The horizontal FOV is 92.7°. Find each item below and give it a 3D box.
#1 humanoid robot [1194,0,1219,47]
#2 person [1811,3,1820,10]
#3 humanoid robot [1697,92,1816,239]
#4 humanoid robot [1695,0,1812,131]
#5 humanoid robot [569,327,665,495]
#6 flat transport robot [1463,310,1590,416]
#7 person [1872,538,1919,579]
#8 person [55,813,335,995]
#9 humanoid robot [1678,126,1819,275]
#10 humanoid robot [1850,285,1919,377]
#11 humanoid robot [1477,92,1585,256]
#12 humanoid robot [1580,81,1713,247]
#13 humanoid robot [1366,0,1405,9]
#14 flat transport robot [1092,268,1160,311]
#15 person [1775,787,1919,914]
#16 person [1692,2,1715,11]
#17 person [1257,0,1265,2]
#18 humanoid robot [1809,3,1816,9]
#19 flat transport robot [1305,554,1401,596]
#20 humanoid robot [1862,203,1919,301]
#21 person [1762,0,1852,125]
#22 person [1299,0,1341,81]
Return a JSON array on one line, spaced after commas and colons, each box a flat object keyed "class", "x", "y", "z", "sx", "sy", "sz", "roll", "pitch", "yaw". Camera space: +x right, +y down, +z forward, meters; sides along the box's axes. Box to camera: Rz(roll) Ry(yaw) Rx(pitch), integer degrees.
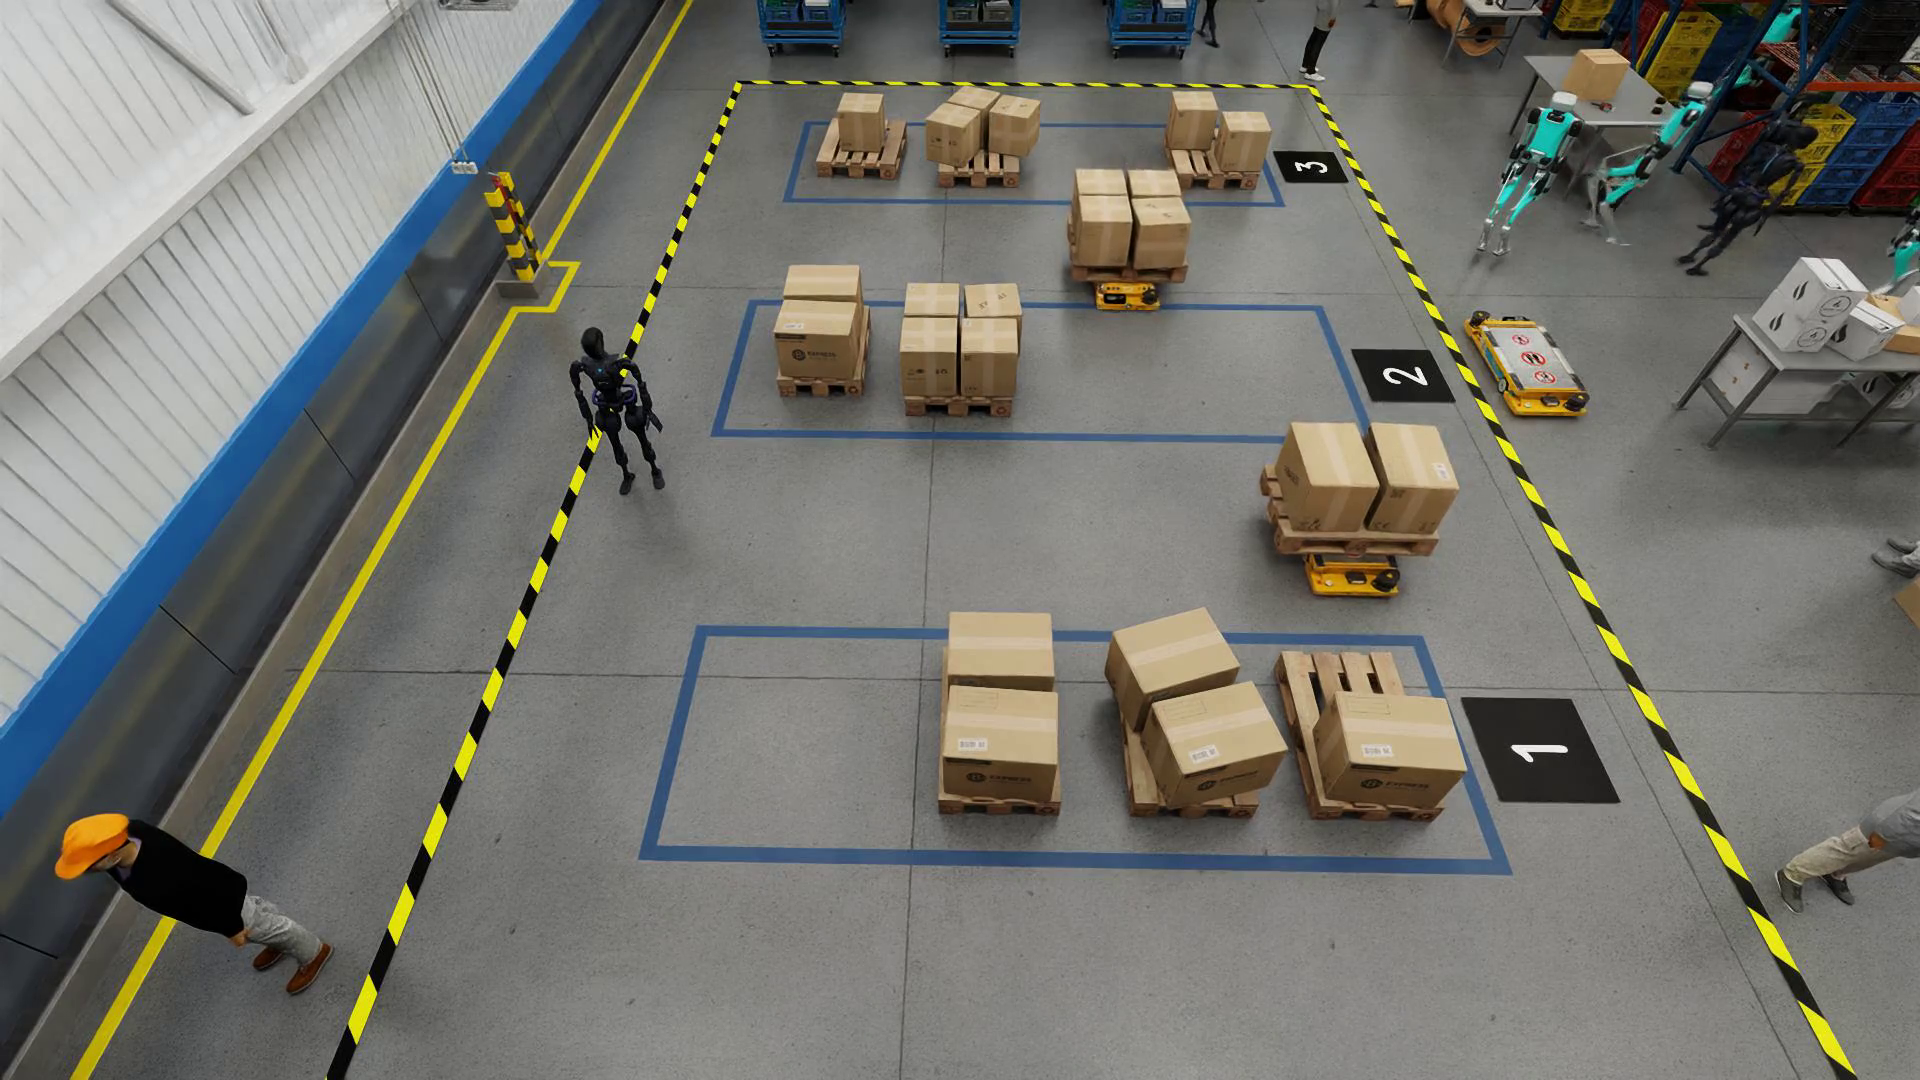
[{"class": "humanoid robot", "x": 3.828, "y": -8.438, "z": 13.918, "sx": 0.599, "sy": 1.639, "sz": 0.657, "roll": -34, "pitch": 57, "yaw": -26}, {"class": "person", "x": 14.152, "y": -9.519, "z": 14.734, "sx": 0.429, "sy": 1.837, "sz": 0.636, "roll": -25, "pitch": 54, "yaw": -20}, {"class": "humanoid robot", "x": 8.893, "y": -4.147, "z": 10.188, "sx": 0.402, "sy": 1.643, "sz": 0.600, "roll": 6, "pitch": 49, "yaw": 5}, {"class": "humanoid robot", "x": 10.072, "y": -6.091, "z": 11.873, "sx": 0.746, "sy": 1.839, "sz": 0.538, "roll": 5, "pitch": 49, "yaw": 5}, {"class": "humanoid robot", "x": -2.774, "y": -1.037, "z": 7.492, "sx": 0.599, "sy": 1.653, "sz": 0.315, "roll": -7, "pitch": 50, "yaw": -6}, {"class": "flat transport robot", "x": 5.573, "y": -1.757, "z": 9.054, "sx": 0.659, "sy": 0.231, "sz": 1.431, "roll": 1, "pitch": 49, "yaw": 1}, {"class": "person", "x": 7.749, "y": -0.448, "z": 6.819, "sx": 0.602, "sy": 1.939, "sz": 0.411, "roll": -29, "pitch": 55, "yaw": -23}, {"class": "person", "x": -3.956, "y": 1.906, "z": 4.815, "sx": 0.585, "sy": 1.885, "sz": 0.362, "roll": 23, "pitch": 53, "yaw": 19}, {"class": "humanoid robot", "x": 8.321, "y": -3.562, "z": 9.688, "sx": 0.419, "sy": 1.630, "sz": 0.609, "roll": -9, "pitch": 50, "yaw": -7}, {"class": "humanoid robot", "x": 8.935, "y": -2.054, "z": 8.250, "sx": 0.735, "sy": 1.677, "sz": 0.533, "roll": -6, "pitch": 49, "yaw": -5}, {"class": "humanoid robot", "x": 5.981, "y": -3.817, "z": 9.778, "sx": 0.735, "sy": 1.676, "sz": 0.533, "roll": -37, "pitch": 58, "yaw": -27}, {"class": "humanoid robot", "x": 7.487, "y": -4.209, "z": 10.212, "sx": 0.847, "sy": 1.783, "sz": 0.541, "roll": 25, "pitch": 54, "yaw": 20}, {"class": "humanoid robot", "x": 7.239, "y": -9.530, "z": 14.888, "sx": 0.796, "sy": 1.632, "sz": 0.612, "roll": -7, "pitch": 49, "yaw": -6}, {"class": "flat transport robot", "x": 1.801, "y": -3.038, "z": 10.145, "sx": 0.652, "sy": 0.197, "sz": 1.431, "roll": 1, "pitch": 49, "yaw": 1}, {"class": "person", "x": 5.371, "y": 1.602, "z": 5.154, "sx": 0.563, "sy": 1.769, "sz": 0.400, "roll": -5, "pitch": 49, "yaw": -5}, {"class": "person", "x": 10.719, "y": -7.983, "z": 13.337, "sx": 0.538, "sy": 1.965, "sz": 0.611, "roll": -6, "pitch": 49, "yaw": -5}, {"class": "person", "x": 5.063, "y": -9.933, "z": 15.027, "sx": 0.627, "sy": 1.940, "sz": 0.374, "roll": 21, "pitch": 52, "yaw": 17}, {"class": "humanoid robot", "x": 12.644, "y": -8.152, "z": 13.700, "sx": 0.700, "sy": 1.640, "sz": 0.611, "roll": 2, "pitch": 49, "yaw": 2}, {"class": "flat transport robot", "x": 3.136, "y": -0.155, "z": 7.649, "sx": 0.652, "sy": 0.197, "sz": 1.431, "roll": 1, "pitch": 49, "yaw": 1}, {"class": "humanoid robot", "x": 9.642, "y": -2.922, "z": 9.098, "sx": 1.030, "sy": 1.735, "sz": 0.558, "roll": -12, "pitch": 50, "yaw": -10}, {"class": "person", "x": 11.167, "y": -6.217, "z": 11.879, "sx": 0.404, "sy": 1.833, "sz": 0.589, "roll": -33, "pitch": 57, "yaw": -25}, {"class": "person", "x": 5.252, "y": -7.545, "z": 13.016, "sx": 0.372, "sy": 1.852, "sz": 0.596, "roll": 0, "pitch": 49, "yaw": 0}]
